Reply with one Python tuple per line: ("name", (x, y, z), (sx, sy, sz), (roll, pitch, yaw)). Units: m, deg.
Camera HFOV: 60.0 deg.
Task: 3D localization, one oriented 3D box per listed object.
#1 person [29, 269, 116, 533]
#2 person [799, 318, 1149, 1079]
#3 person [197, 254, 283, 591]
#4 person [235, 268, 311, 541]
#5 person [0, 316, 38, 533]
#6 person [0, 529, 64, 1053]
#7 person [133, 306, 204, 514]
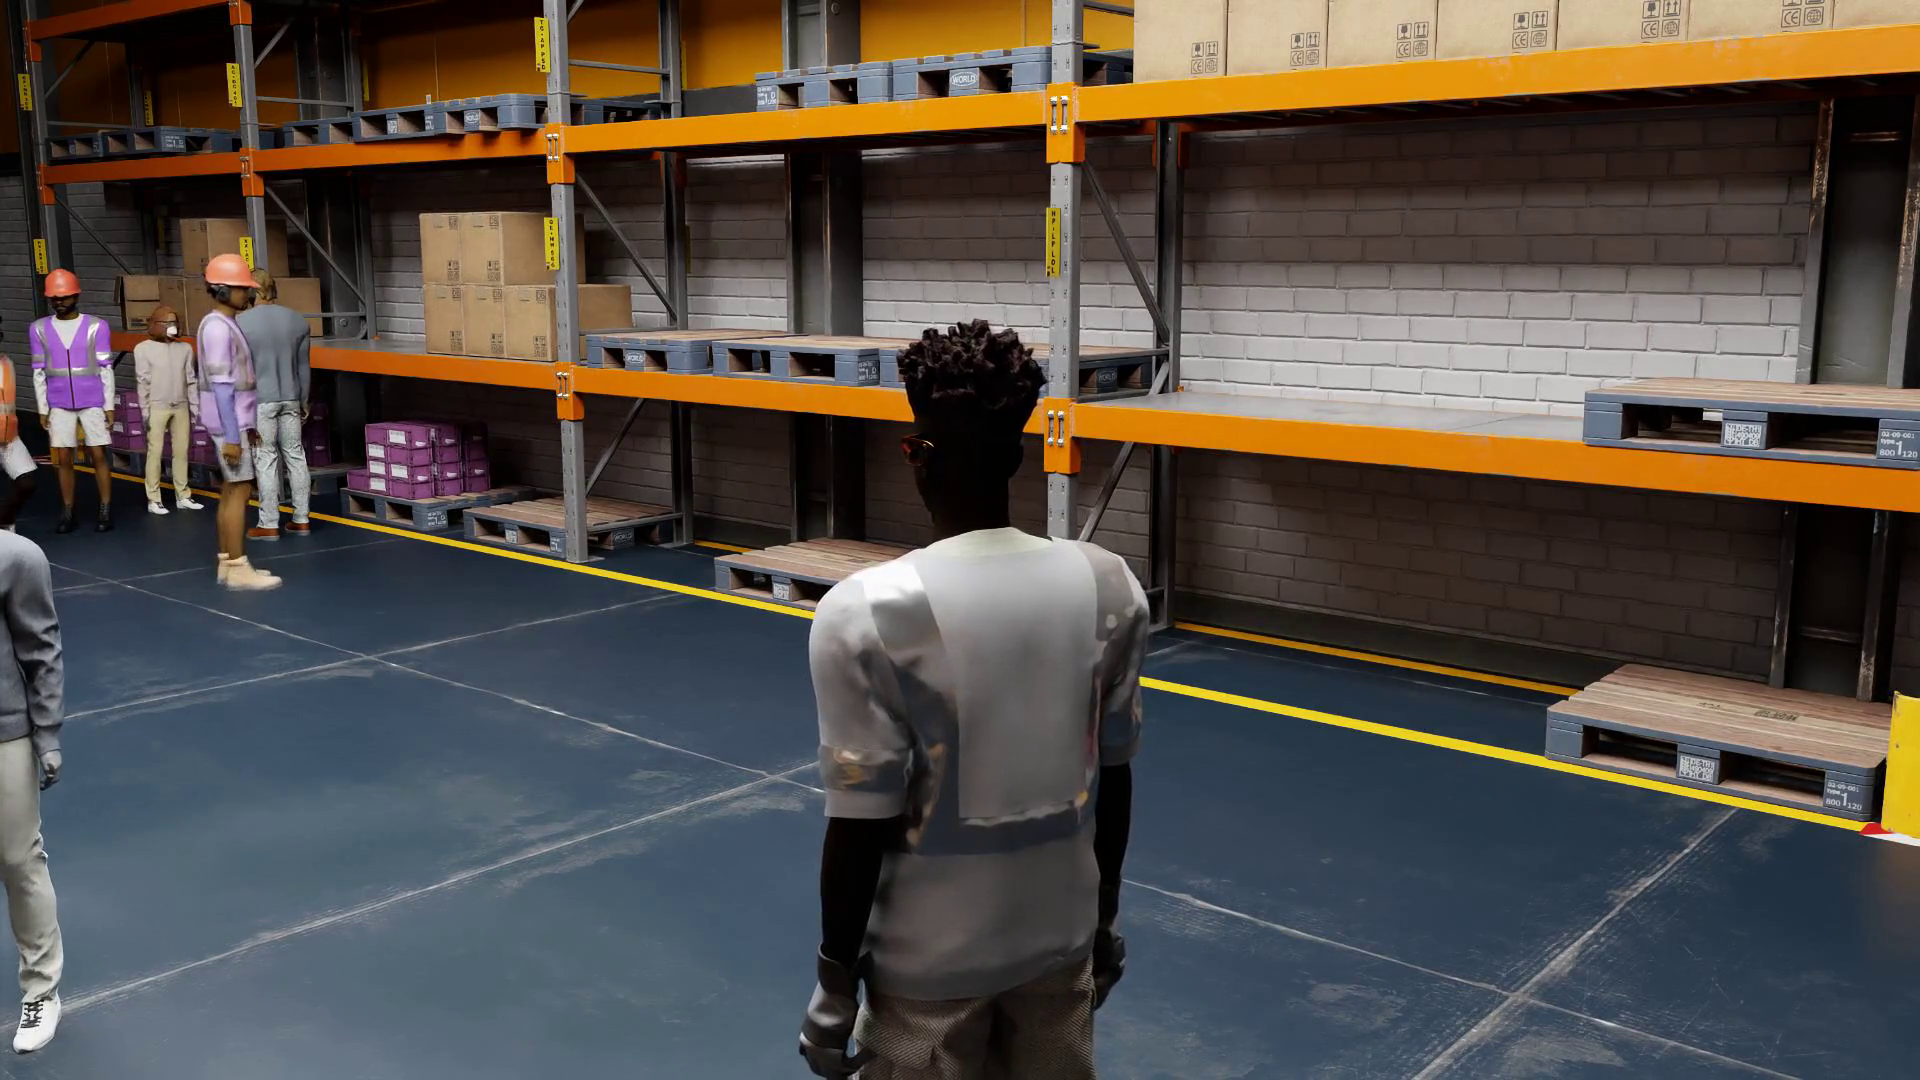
("person", (-6.448, -1.001, 12.122), (0.541, 1.929, 0.385), (-3, 10, -17))
("person", (0.020, 0.631, 2.698), (0.616, 1.964, 0.361), (-7, 12, -34))
("person", (-4.406, -0.713, 10.136), (0.392, 2.039, 0.630), (-4, 11, -22))
("person", (-4.912, -0.961, 11.850), (0.373, 1.937, 0.630), (7, 12, 34))
("person", (-6.275, -0.651, 10.786), (0.360, 1.686, 0.541), (3, 10, 15))
("person", (-2.561, 0.522, 4.266), (0.507, 1.632, 0.264), (-1, 10, -4))
("person", (-6.216, -1.018, 13.070), (0.282, 1.629, 0.499), (6, 12, 32))
